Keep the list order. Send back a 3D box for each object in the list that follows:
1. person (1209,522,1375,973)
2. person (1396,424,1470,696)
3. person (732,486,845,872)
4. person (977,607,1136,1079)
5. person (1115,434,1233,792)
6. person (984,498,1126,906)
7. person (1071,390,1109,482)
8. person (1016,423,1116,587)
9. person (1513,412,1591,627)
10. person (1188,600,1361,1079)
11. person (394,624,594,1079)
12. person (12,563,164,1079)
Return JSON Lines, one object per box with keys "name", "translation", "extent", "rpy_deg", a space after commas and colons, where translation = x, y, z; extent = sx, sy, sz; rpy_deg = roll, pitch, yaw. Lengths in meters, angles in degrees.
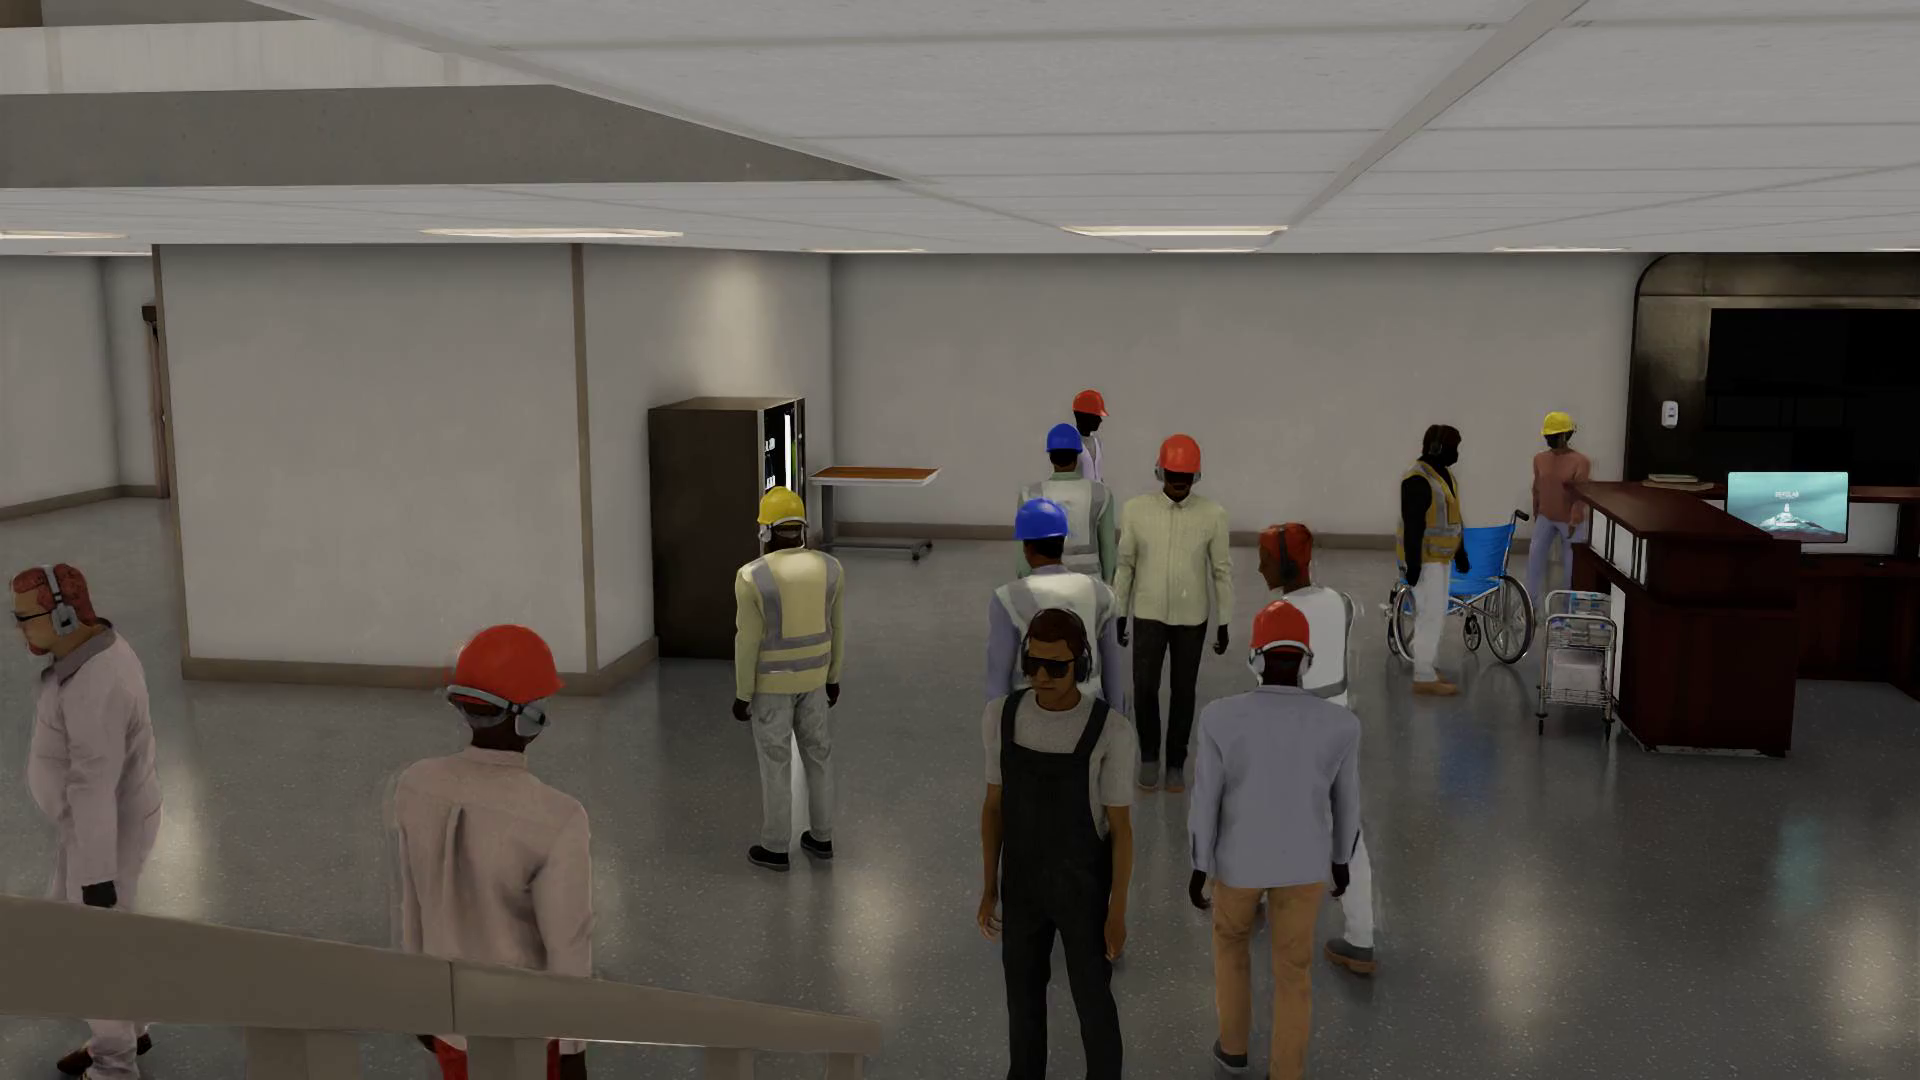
{"name": "person", "translation": [1.421, 0.827, 6.937], "extent": [0.620, 1.825, 0.994], "rpy_deg": [-6, 11, -31]}
{"name": "person", "translation": [3.198, 0.120, 11.275], "extent": [0.471, 1.825, 0.632], "rpy_deg": [5, 11, 30]}
{"name": "person", "translation": [-0.829, 0.656, 7.940], "extent": [0.600, 1.830, 0.403], "rpy_deg": [-7, 12, -38]}
{"name": "person", "translation": [0.297, 1.103, 5.189], "extent": [0.502, 1.838, 0.346], "rpy_deg": [5, 10, 28]}
{"name": "person", "translation": [1.156, 0.410, 9.001], "extent": [0.639, 1.975, 0.509], "rpy_deg": [1, 9, 6]}
{"name": "person", "translation": [0.437, 0.775, 7.073], "extent": [0.602, 1.895, 0.999], "rpy_deg": [-6, 11, -34]}
{"name": "person", "translation": [0.966, -0.210, 12.992], "extent": [0.390, 1.929, 0.545], "rpy_deg": [8, 12, 39]}
{"name": "person", "translation": [0.632, 0.275, 9.963], "extent": [0.602, 1.939, 0.401], "rpy_deg": [-1, 9, -5]}
{"name": "person", "translation": [4.696, -0.139, 13.164], "extent": [0.781, 1.733, 0.526], "rpy_deg": [-9, 13, -43]}
{"name": "person", "translation": [1.070, 1.059, 5.747], "extent": [0.597, 1.728, 0.631], "rpy_deg": [0, 9, 2]}
{"name": "person", "translation": [-1.193, 1.194, 4.185], "extent": [0.624, 1.977, 0.767], "rpy_deg": [4, 10, 25]}
{"name": "person", "translation": [-2.968, 1.000, 5.666], "extent": [0.462, 1.885, 0.701], "rpy_deg": [-5, 11, -29]}
